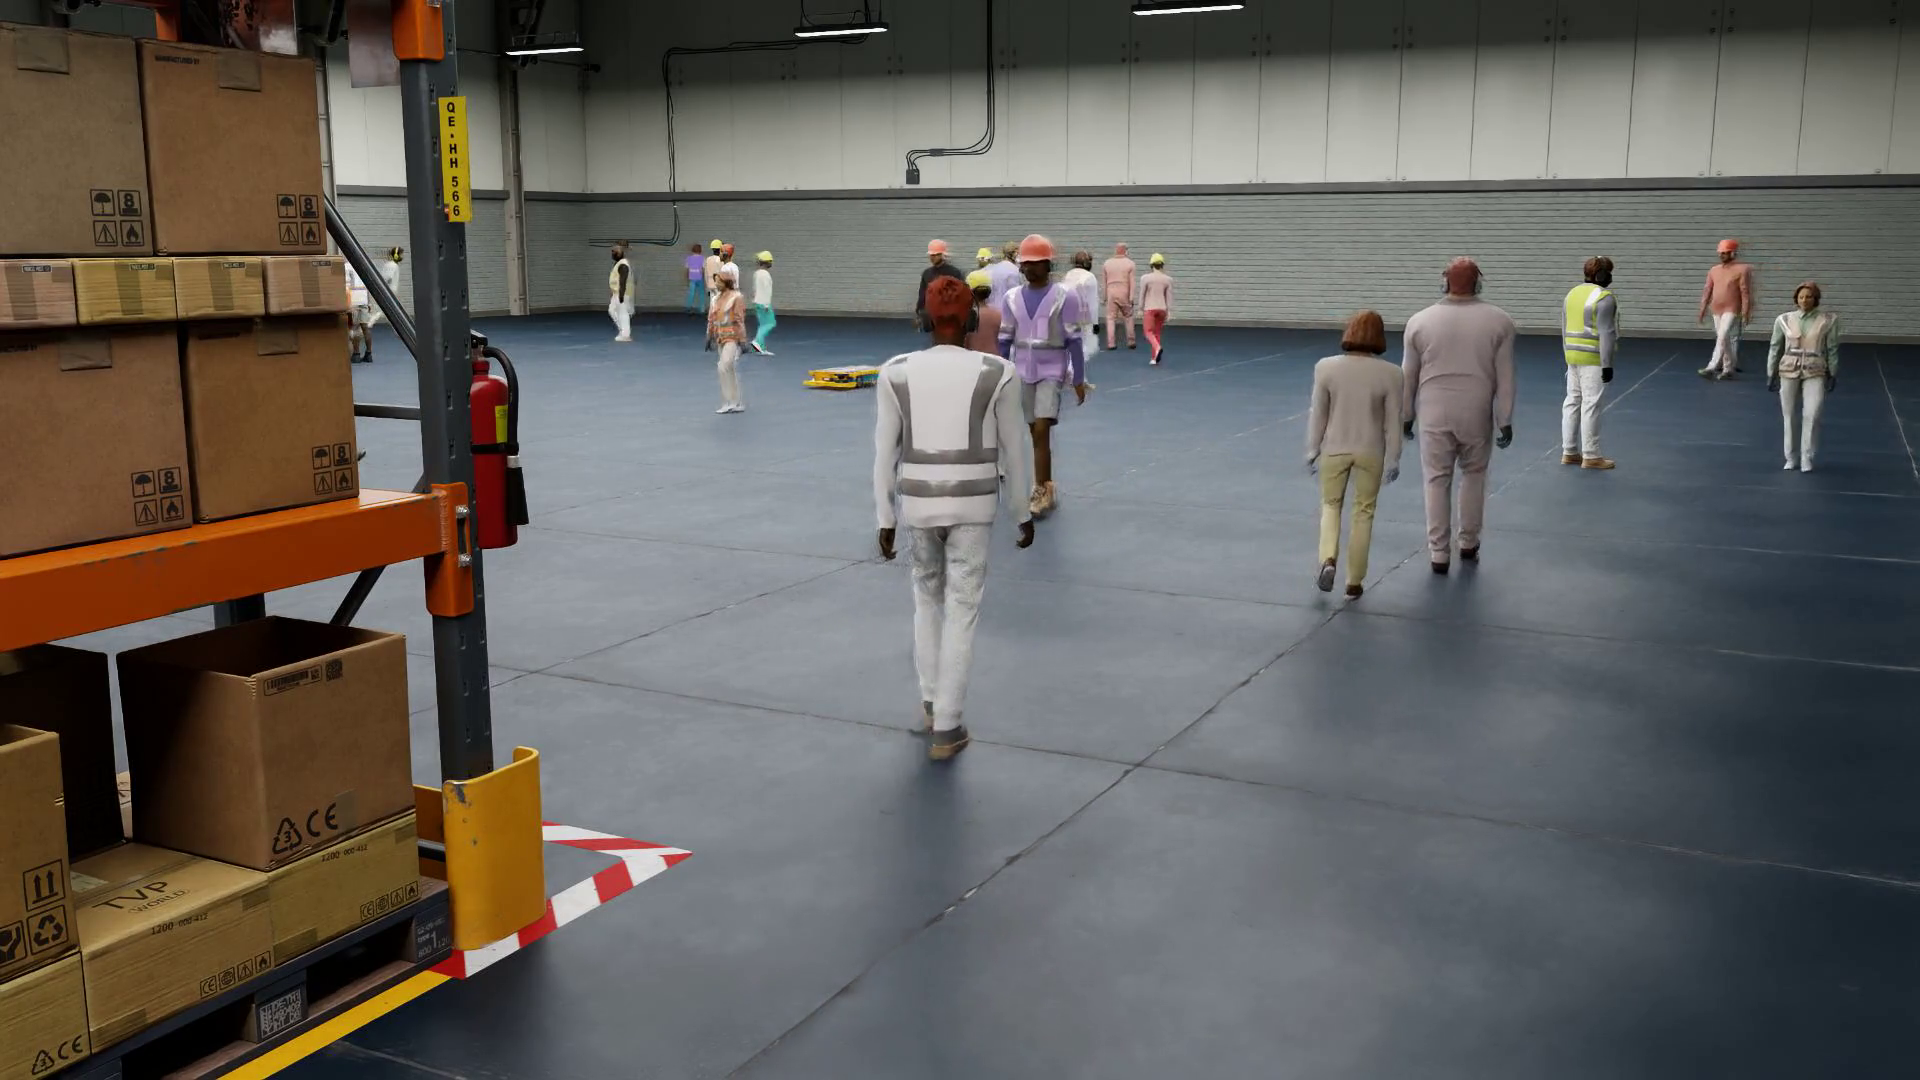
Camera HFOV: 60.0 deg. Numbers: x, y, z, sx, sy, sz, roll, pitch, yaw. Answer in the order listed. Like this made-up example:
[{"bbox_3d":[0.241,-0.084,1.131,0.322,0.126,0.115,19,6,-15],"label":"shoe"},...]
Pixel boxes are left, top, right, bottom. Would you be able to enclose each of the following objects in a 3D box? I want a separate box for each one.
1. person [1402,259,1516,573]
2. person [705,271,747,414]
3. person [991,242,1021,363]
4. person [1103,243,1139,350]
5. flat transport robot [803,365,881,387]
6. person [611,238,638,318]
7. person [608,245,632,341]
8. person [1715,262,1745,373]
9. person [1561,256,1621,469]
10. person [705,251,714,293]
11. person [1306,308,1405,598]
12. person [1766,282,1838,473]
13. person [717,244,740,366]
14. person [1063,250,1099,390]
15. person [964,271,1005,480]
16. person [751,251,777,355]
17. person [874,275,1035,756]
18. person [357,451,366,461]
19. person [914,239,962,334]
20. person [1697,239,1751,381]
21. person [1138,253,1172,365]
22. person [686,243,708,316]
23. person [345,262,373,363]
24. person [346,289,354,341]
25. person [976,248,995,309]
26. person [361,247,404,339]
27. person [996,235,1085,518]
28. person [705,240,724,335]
[{"bbox_3d":[3.045,-0.775,10.214,0.679,1.868,0.903,3,11,17],"label":"person"},{"bbox_3d":[-2.695,-2.224,18.802,0.573,1.616,0.552,-10,14,-43],"label":"person"},{"bbox_3d":[0.649,-3.054,22.488,0.371,1.935,0.627,-5,12,-26],"label":"person"},{"bbox_3d":[2.872,-4.315,29.548,0.658,1.868,0.895,5,11,24],"label":"person"},{"bbox_3d":[-1.450,-2.216,22.458,0.652,0.197,1.431,6,12,29],"label":"flat transport robot"},{"bbox_3d":[-8.199,-6.398,40.710,0.627,1.940,0.375,1,10,6],"label":"person"},{"bbox_3d":[-6.492,-4.698,31.745,0.466,1.824,0.660,-4,11,-20],"label":"person"},{"bbox_3d":[11.396,-3.288,24.585,0.285,1.633,0.497,-9,14,-41],"label":"person"},{"bbox_3d":[5.514,-1.550,14.539,0.430,1.845,0.624,-2,11,-12],"label":"person"},{"bbox_3d":[-5.369,-5.619,36.755,0.531,1.822,0.928,-7,13,-34],"label":"person"},{"bbox_3d":[2.191,-0.470,9.236,0.533,1.619,0.378,4,11,22],"label":"person"},{"bbox_3d":[7.174,-1.379,14.202,0.540,1.614,0.628,6,12,30],"label":"person"},{"bbox_3d":[-3.602,-3.643,25.841,0.356,1.883,0.574,1,10,6],"label":"person"},{"bbox_3d":[1.544,-2.842,21.621,0.535,1.827,0.638,-6,12,-31],"label":"person"},{"bbox_3d":[0.169,-1.377,13.921,0.520,1.720,0.922,-3,11,-16],"label":"person"},{"bbox_3d":[-3.303,-3.973,27.988,0.407,1.757,0.525,-5,12,-27],"label":"person"},{"bbox_3d":[-0.003,-0.117,6.660,0.600,1.855,0.776,3,11,14],"label":"person"},{"bbox_3d":[-5.498,-1.406,13.720,1.017,1.849,0.659,-4,11,-20],"label":"person"},{"bbox_3d":[-0.318,-2.823,21.137,0.664,1.957,0.878,8,13,37],"label":"person"},{"bbox_3d":[10.525,-3.177,23.086,0.978,1.952,0.657,-5,12,-27],"label":"person"},{"bbox_3d":[3.051,-3.568,25.784,0.520,1.753,0.625,-3,11,-16],"label":"person"},{"bbox_3d":[-6.614,-6.522,41.711,0.574,1.817,0.862,3,11,16],"label":"person"},{"bbox_3d":[-9.593,-3.769,26.379,0.356,1.936,0.551,6,12,29],"label":"person"},{"bbox_3d":[-8.014,-2.658,21.072,0.542,1.662,0.831,3,11,16],"label":"person"},{"bbox_3d":[0.409,-4.318,29.789,0.902,1.780,0.591,-4,11,-22],"label":"person"},{"bbox_3d":[-11.058,-4.734,32.027,0.984,1.813,0.557,-6,12,-29],"label":"person"},{"bbox_3d":[0.505,-1.160,11.926,0.650,2.014,0.869,6,12,31],"label":"person"},{"bbox_3d":[-4.917,-5.114,33.730,0.593,1.930,0.355,9,14,41],"label":"person"}]
